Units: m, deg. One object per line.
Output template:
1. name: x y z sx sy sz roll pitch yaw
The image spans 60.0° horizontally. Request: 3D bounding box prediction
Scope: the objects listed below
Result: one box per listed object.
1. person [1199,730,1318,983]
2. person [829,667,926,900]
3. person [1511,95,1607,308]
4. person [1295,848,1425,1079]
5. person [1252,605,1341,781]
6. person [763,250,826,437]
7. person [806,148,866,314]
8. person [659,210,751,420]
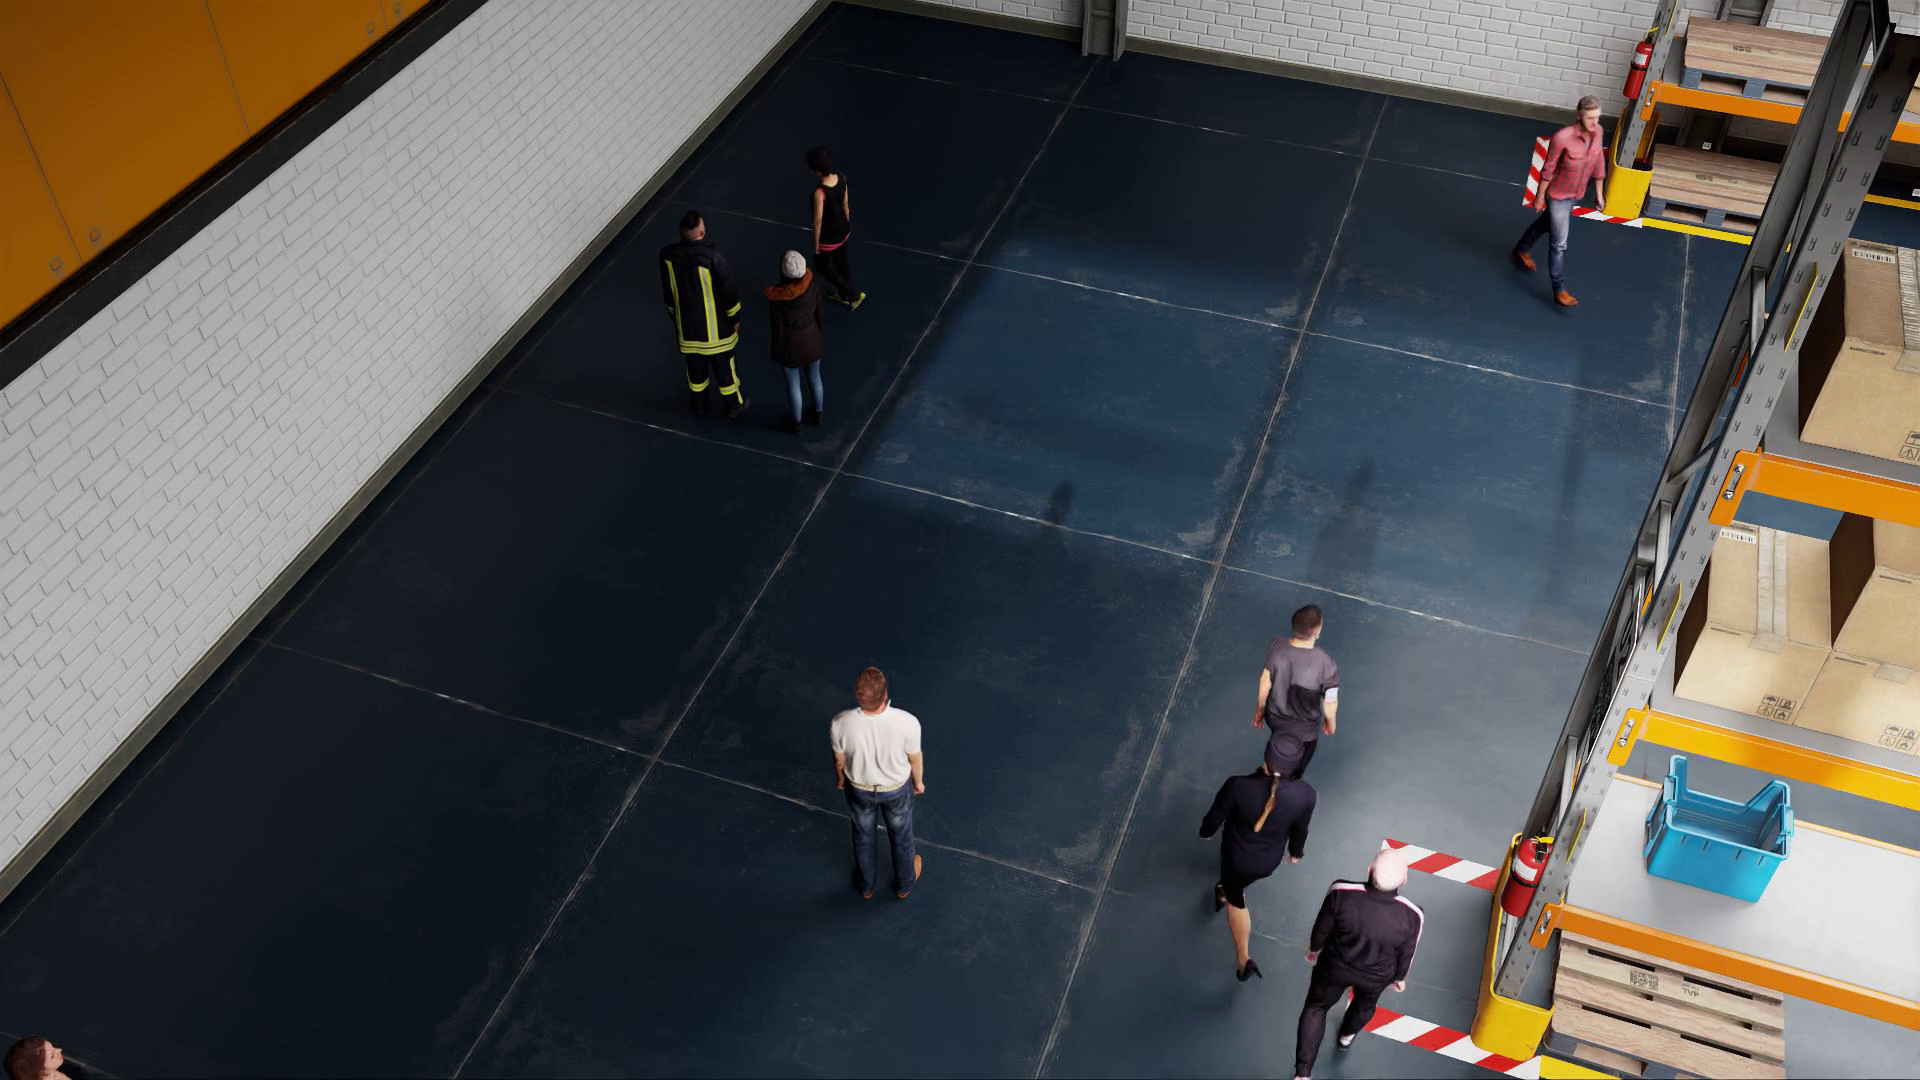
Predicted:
1. person: 1.618 1.773 9.169 1.074 1.630 1.023 -4 44 -5
2. person: -0.463 1.397 9.400 0.613 1.856 0.787 2 44 3
3. person: 5.031 -2.953 14.019 1.197 1.783 1.275 -19 47 -19
4. person: 2.014 2.261 8.525 0.987 1.813 0.731 15 46 15
5. person: 1.914 1.115 9.782 1.088 1.739 0.961 33 52 29
6. person: -1.224 -1.504 12.606 0.750 1.634 0.795 -23 48 -23
7. person: -1.021 -2.516 13.744 0.797 1.530 0.700 29 51 27
8. person: -1.957 -1.723 12.672 0.640 1.860 0.820 10 45 11
